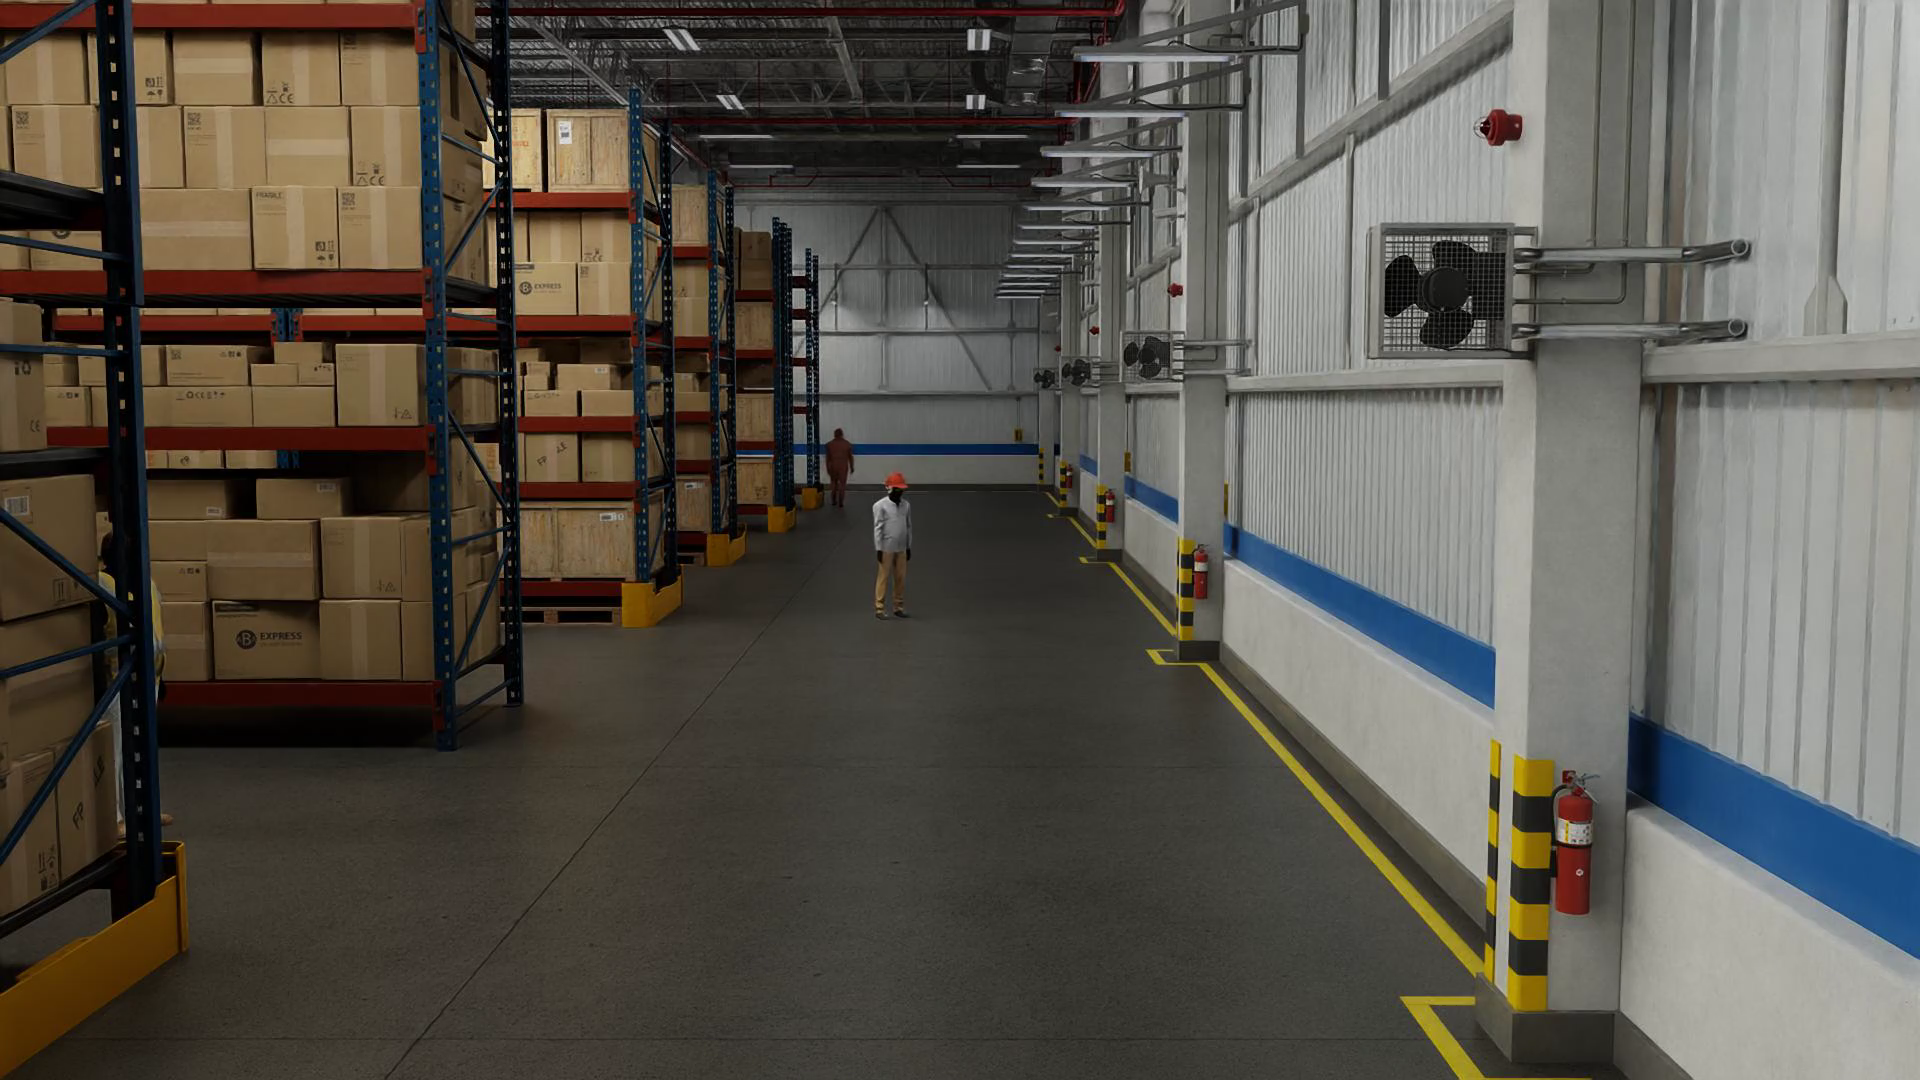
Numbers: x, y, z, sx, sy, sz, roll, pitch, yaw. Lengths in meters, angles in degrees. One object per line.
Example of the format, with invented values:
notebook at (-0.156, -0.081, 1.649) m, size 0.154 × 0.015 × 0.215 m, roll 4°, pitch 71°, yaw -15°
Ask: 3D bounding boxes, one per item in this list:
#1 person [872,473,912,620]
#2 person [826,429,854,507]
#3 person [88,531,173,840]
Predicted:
person at (-0.771, 0.076, 19.596) m, size 0.566 × 1.742 × 0.351 m, roll -4°, pitch 7°, yaw -42°
person at (-2.873, -1.735, 39.989) m, size 0.667 × 1.861 × 0.956 m, roll 0°, pitch 5°, yaw 2°
person at (-4.993, 0.851, 9.979) m, size 0.429 × 1.845 × 0.621 m, roll 1°, pitch 5°, yaw 10°
